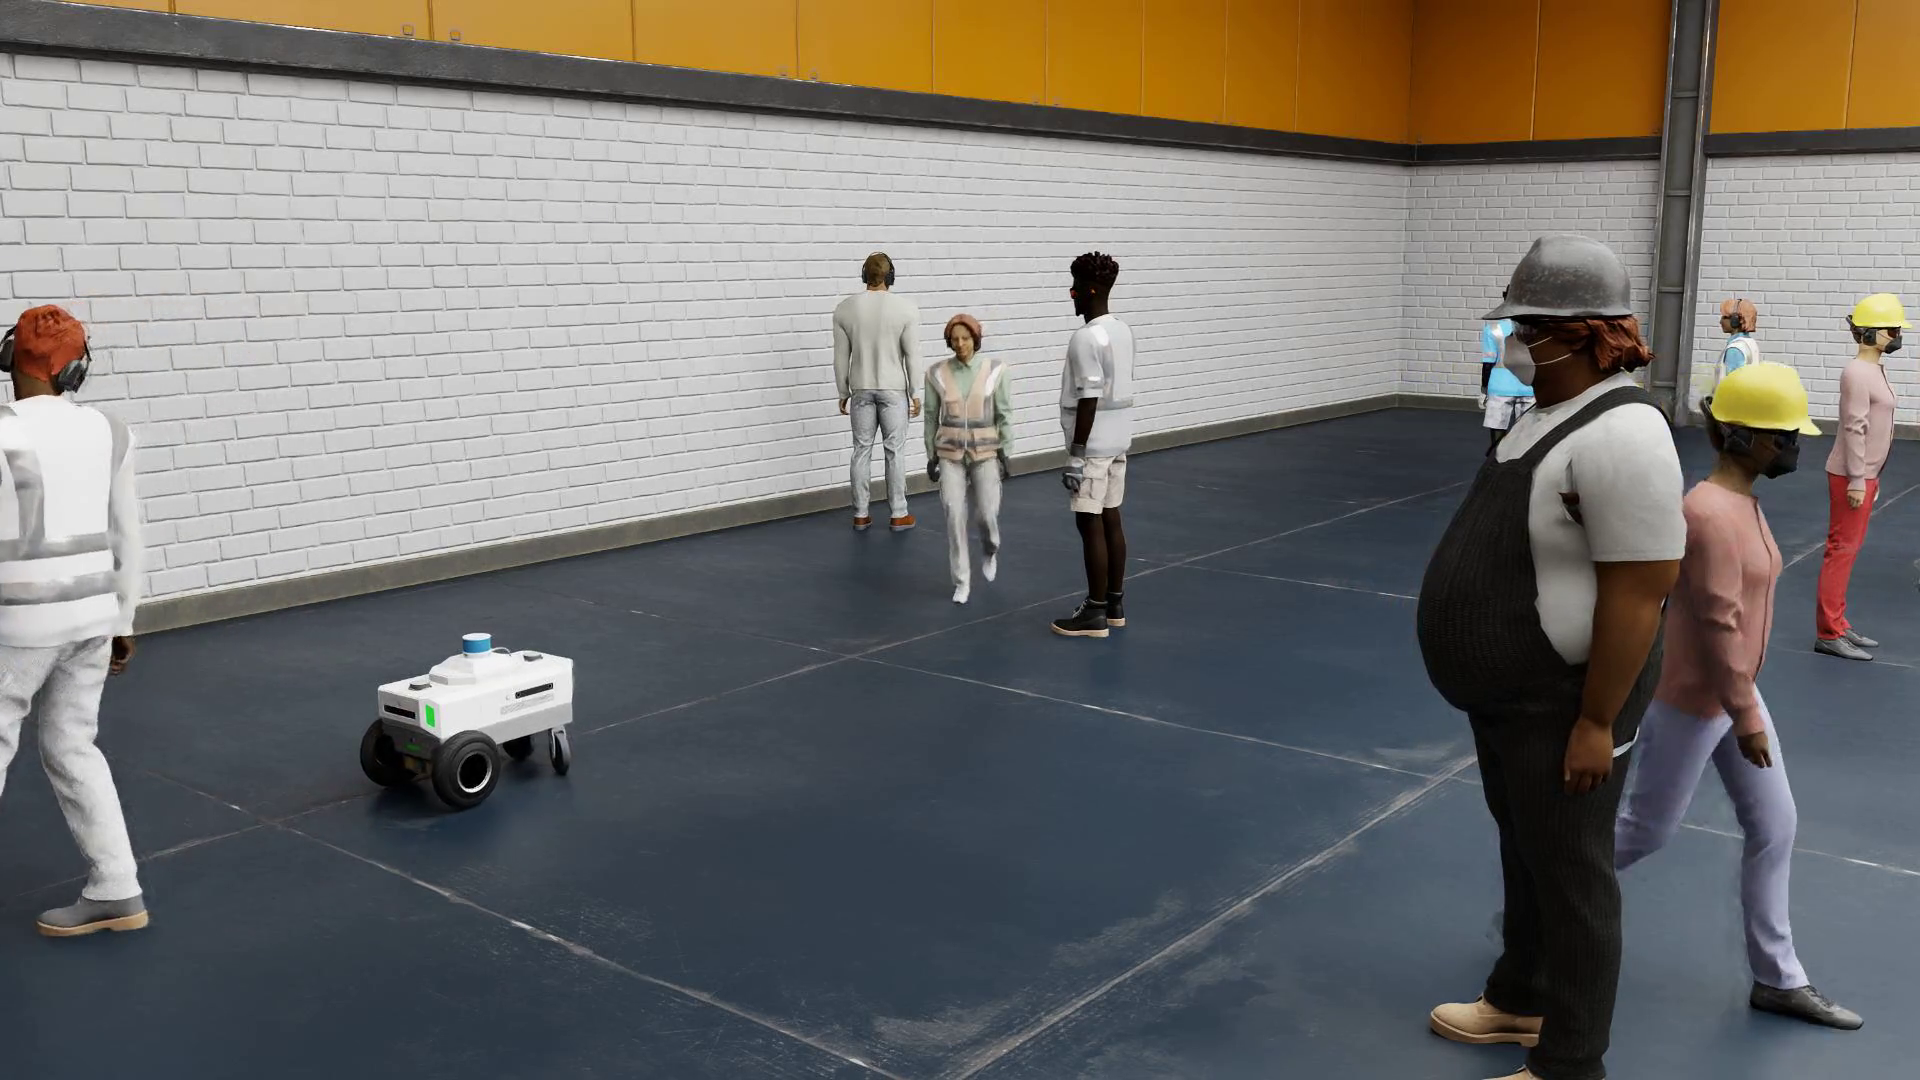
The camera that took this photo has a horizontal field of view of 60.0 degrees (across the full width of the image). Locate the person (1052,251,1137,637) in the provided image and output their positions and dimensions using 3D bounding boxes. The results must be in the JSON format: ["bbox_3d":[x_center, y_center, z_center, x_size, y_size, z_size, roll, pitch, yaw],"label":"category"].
[{"bbox_3d":[0.691,-0.488,8.539,0.361,1.964,0.614,5,11,26],"label":"person"}]

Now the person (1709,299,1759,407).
[{"bbox_3d":[5.137,-0.778,11.053,0.311,1.638,0.522,7,12,33],"label":"person"}]

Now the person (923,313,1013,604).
[{"bbox_3d":[0.051,-0.471,9.386,0.518,1.620,0.454,1,10,7],"label":"person"}]

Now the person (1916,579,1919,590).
[{"bbox_3d":[5.544,-0.589,8.967,0.632,2.006,0.892,-6,12,-32],"label":"person"}]

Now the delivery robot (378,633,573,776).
[{"bbox_3d":[-1.794,0.591,6.211,0.477,0.478,0.707,7,13,35],"label":"delivery robot"}]

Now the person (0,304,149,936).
[{"bbox_3d":[-2.732,0.246,4.842,0.692,1.835,0.656,3,11,17],"label":"person"}]

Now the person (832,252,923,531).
[{"bbox_3d":[-0.563,-1.026,11.599,0.636,1.939,0.364,2,10,12],"label":"person"}]

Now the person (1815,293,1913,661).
[{"bbox_3d":[4.396,-0.310,8.109,0.310,1.769,0.523,7,12,34],"label":"person"}]

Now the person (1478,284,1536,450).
[{"bbox_3d":[4.263,-1.131,12.848,0.536,1.696,0.321,0,10,-1],"label":"person"}]

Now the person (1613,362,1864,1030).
[{"bbox_3d":[1.911,0.387,4.352,0.845,1.724,0.505,9,13,39],"label":"person"}]

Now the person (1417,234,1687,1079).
[{"bbox_3d":[1.338,0.316,3.879,0.538,2.000,0.689,1,10,4],"label":"person"}]
